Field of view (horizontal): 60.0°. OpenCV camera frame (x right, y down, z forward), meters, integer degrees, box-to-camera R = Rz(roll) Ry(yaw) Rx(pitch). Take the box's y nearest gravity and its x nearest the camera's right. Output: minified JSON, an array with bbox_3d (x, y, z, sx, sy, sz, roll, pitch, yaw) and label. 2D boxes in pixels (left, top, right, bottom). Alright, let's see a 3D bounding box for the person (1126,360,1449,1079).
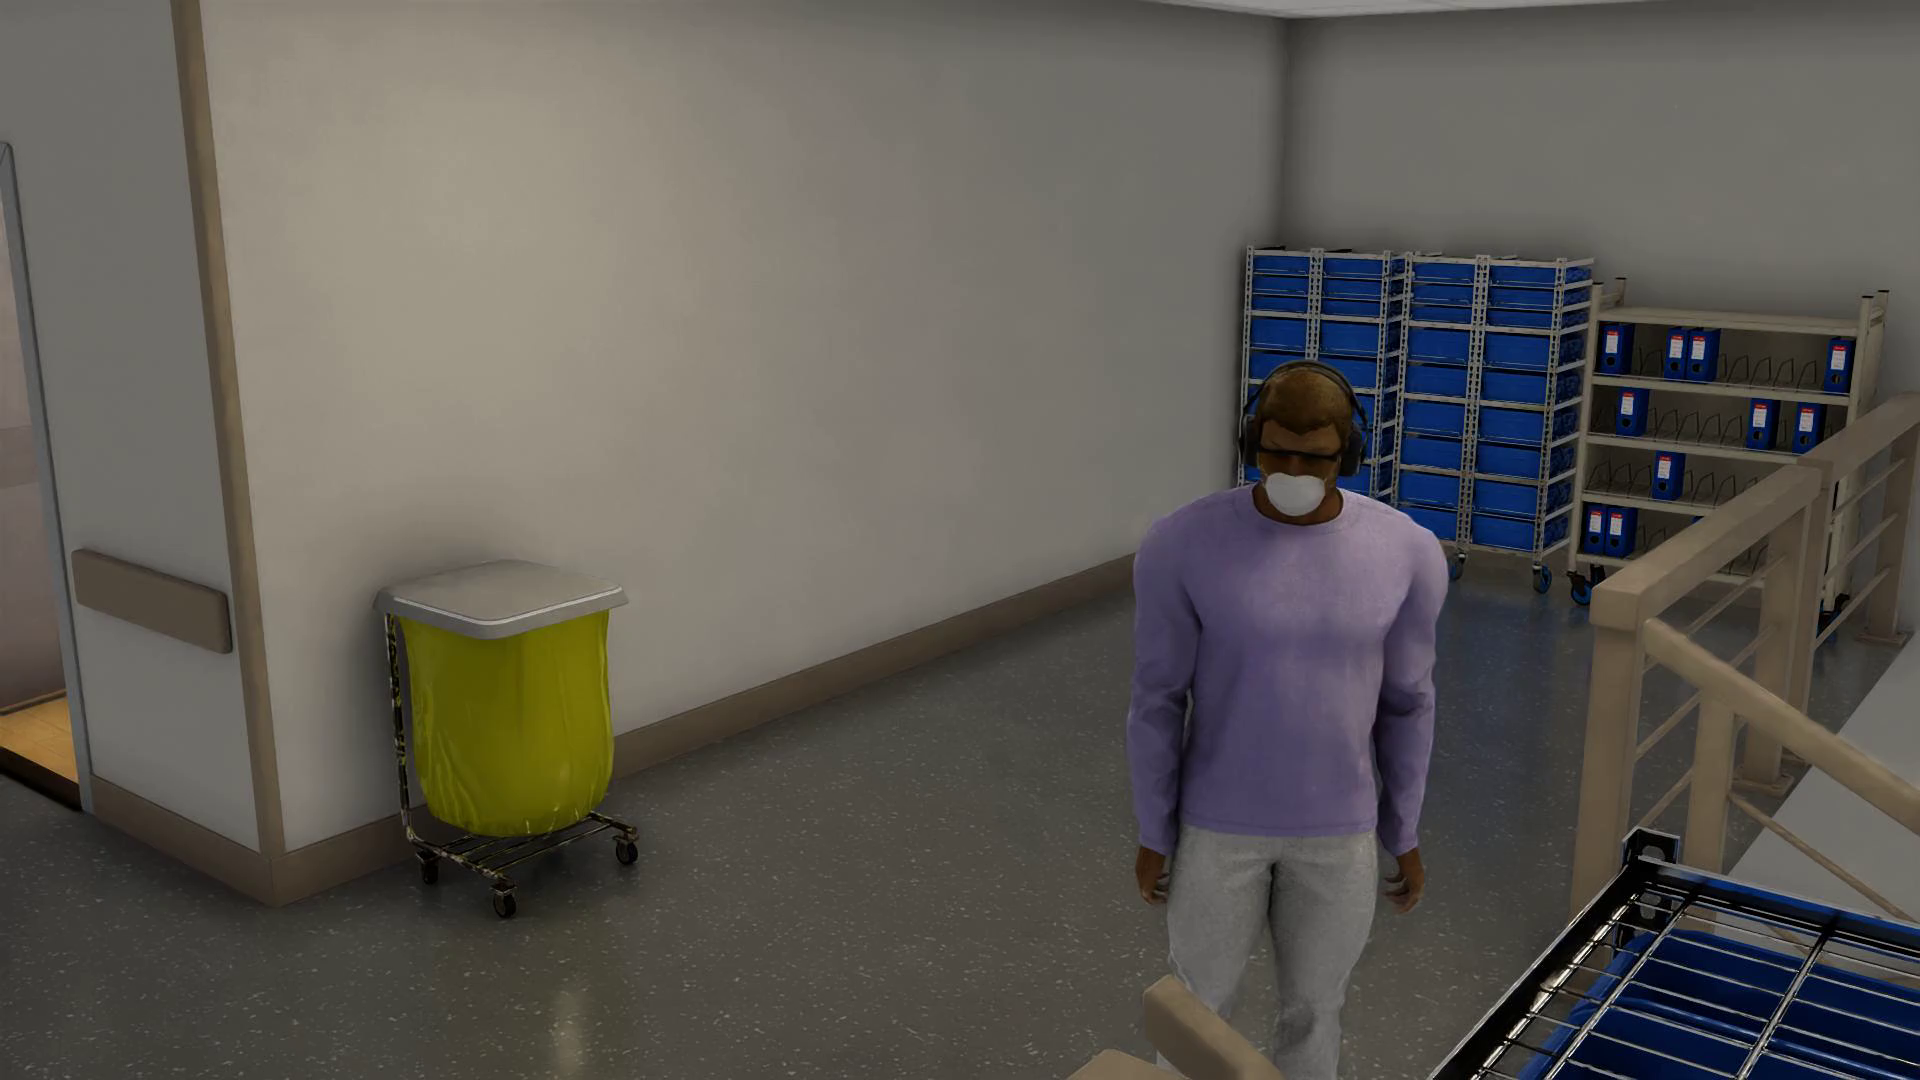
[{"bbox_3d":[0.651,0.589,3.399,0.629,1.933,0.379,0,13,1],"label":"person"}]
